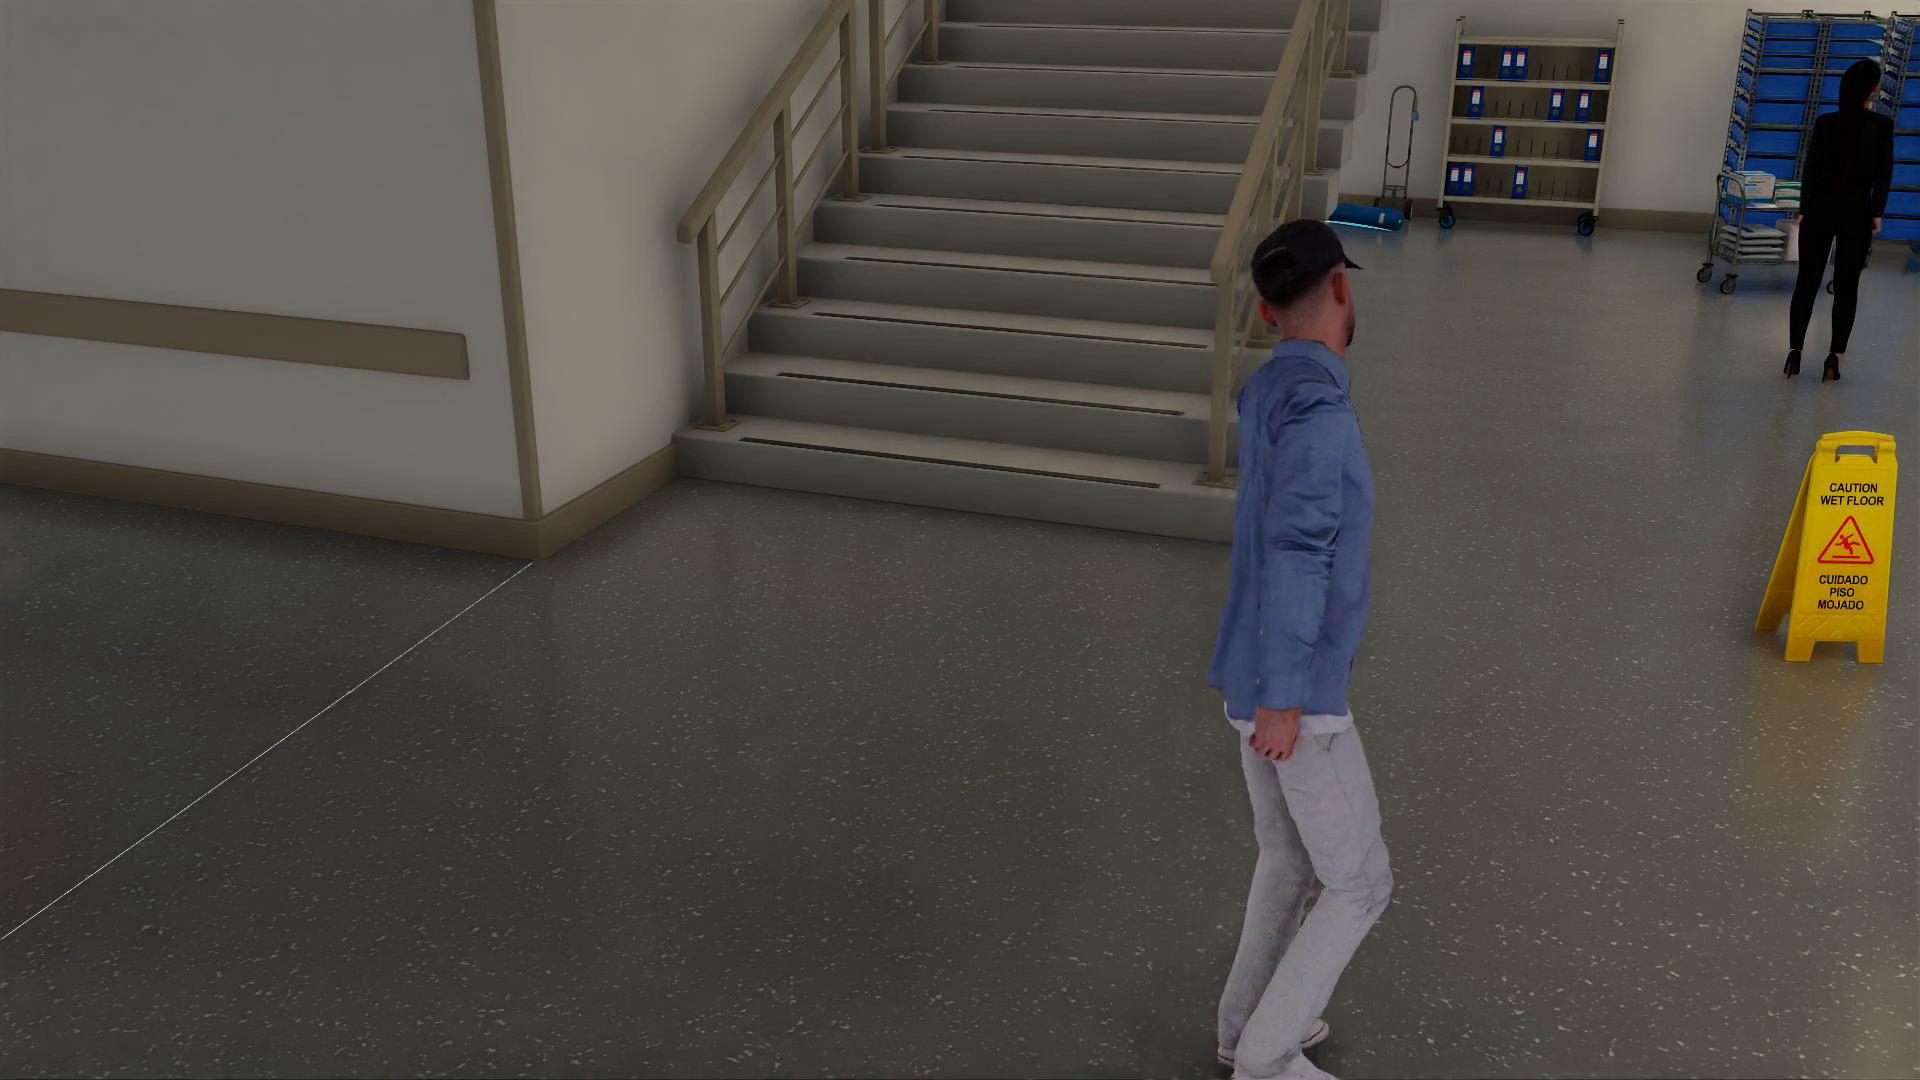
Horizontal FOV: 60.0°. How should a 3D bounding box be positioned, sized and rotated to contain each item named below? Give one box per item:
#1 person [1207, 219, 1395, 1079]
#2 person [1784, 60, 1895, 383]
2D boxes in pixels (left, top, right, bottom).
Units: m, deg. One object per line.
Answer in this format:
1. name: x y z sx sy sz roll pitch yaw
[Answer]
1. person: 0.666 0.316 3.450 0.915 1.833 0.725 3 21 8
2. person: 4.744 -1.716 8.984 0.615 1.712 0.561 13 24 31
